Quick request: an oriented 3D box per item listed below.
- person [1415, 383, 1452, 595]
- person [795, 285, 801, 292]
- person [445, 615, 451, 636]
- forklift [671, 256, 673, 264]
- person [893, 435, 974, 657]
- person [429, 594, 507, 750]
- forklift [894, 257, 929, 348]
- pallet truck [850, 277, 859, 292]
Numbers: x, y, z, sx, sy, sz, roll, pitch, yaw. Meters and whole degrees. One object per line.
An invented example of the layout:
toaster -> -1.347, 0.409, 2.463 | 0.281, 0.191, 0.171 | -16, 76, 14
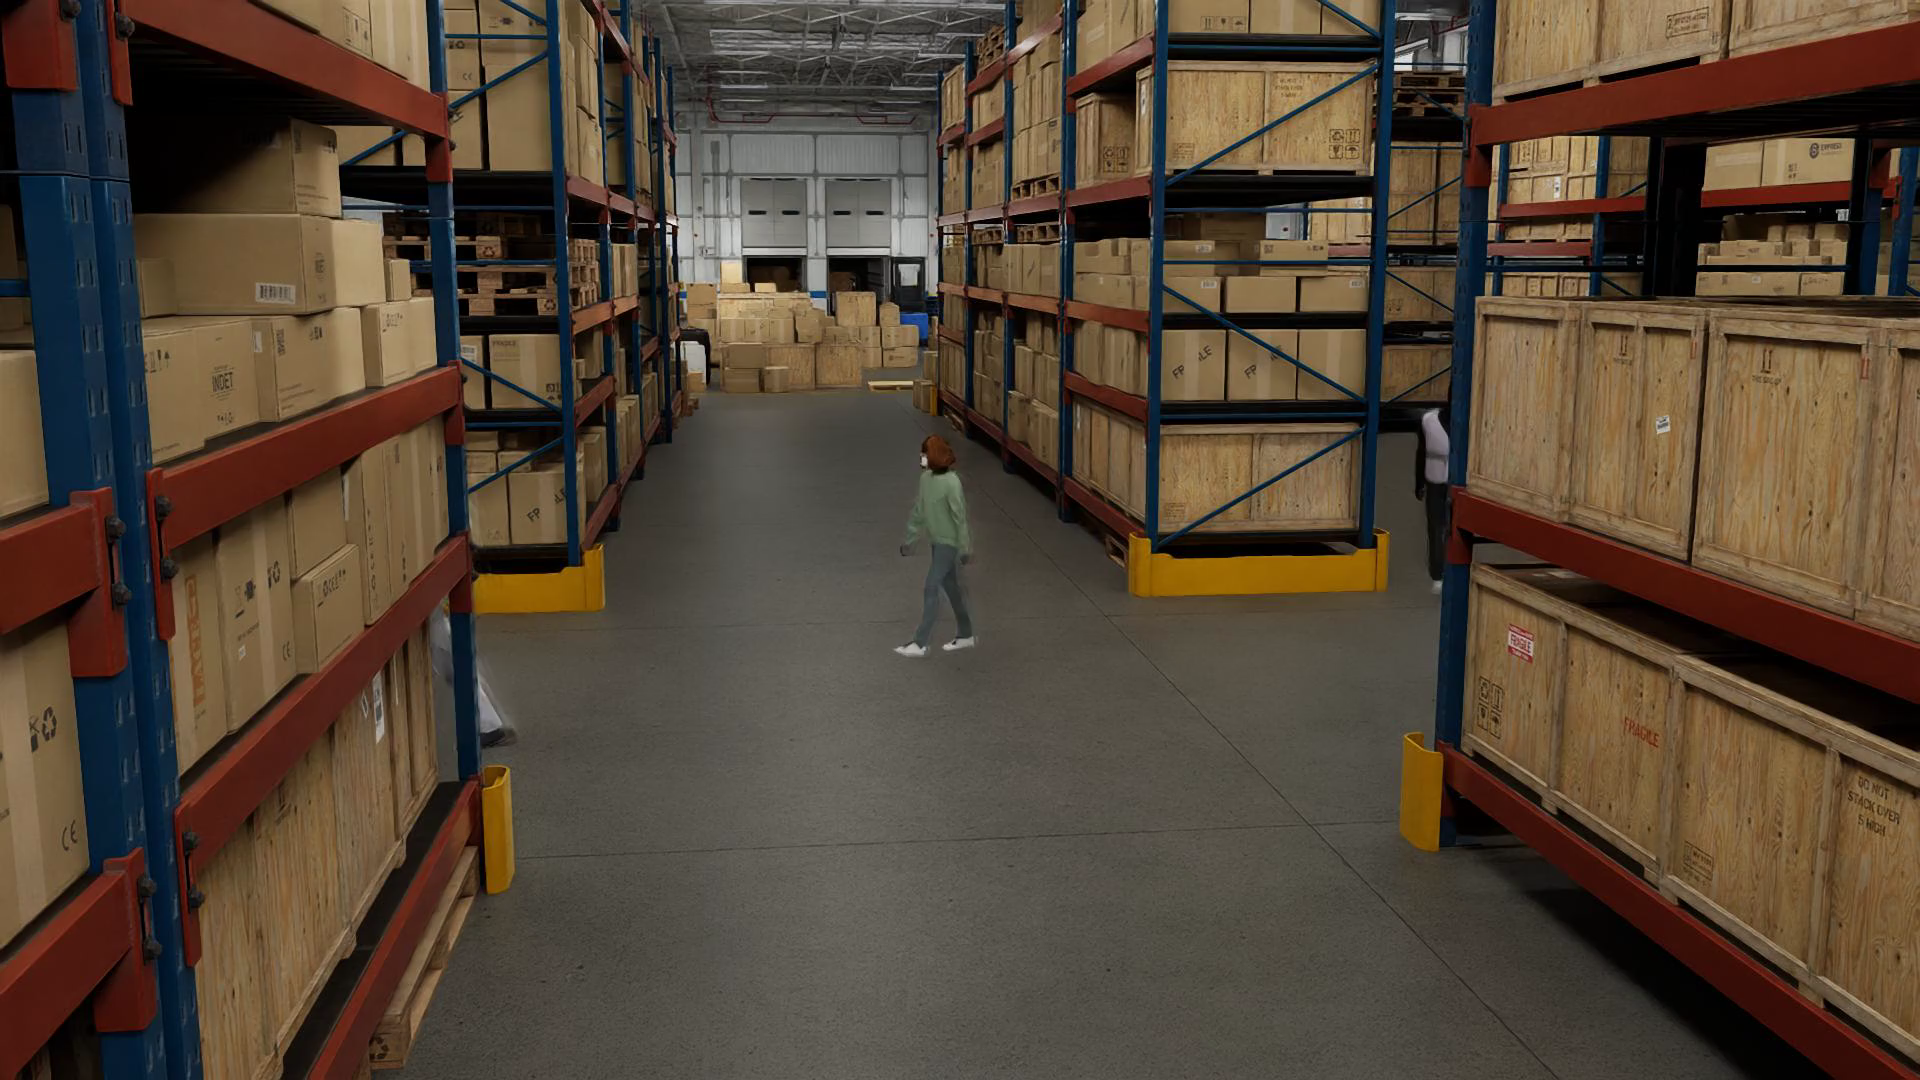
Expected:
person -> 4.198, -0.453, 14.233 | 0.599, 1.837, 1.039 | 3, 10, 18
person -> -6.856, -10.063, 70.879 | 0.873, 1.587, 0.532 | -2, 10, -12
person -> -4.122, -0.026, 12.464 | 0.859, 1.577, 0.504 | -1, 10, -3
forklift -> -11.202, -9.362, 63.071 | 1.129, 2.768, 1.873 | -1, 10, -7
person -> -0.208, 0.048, 12.015 | 0.801, 1.602, 0.513 | -5, 11, -25
person -> -3.124, 0.372, 9.567 | 0.989, 1.804, 0.578 | -4, 11, -24
forklift -> -1.574, -7.394, 51.613 | 1.129, 2.768, 1.873 | -1, 10, -7
pallet truck -> -3.782, -9.391, 65.808 | 1.885, 1.965, 0.823 | 2, 10, 10
